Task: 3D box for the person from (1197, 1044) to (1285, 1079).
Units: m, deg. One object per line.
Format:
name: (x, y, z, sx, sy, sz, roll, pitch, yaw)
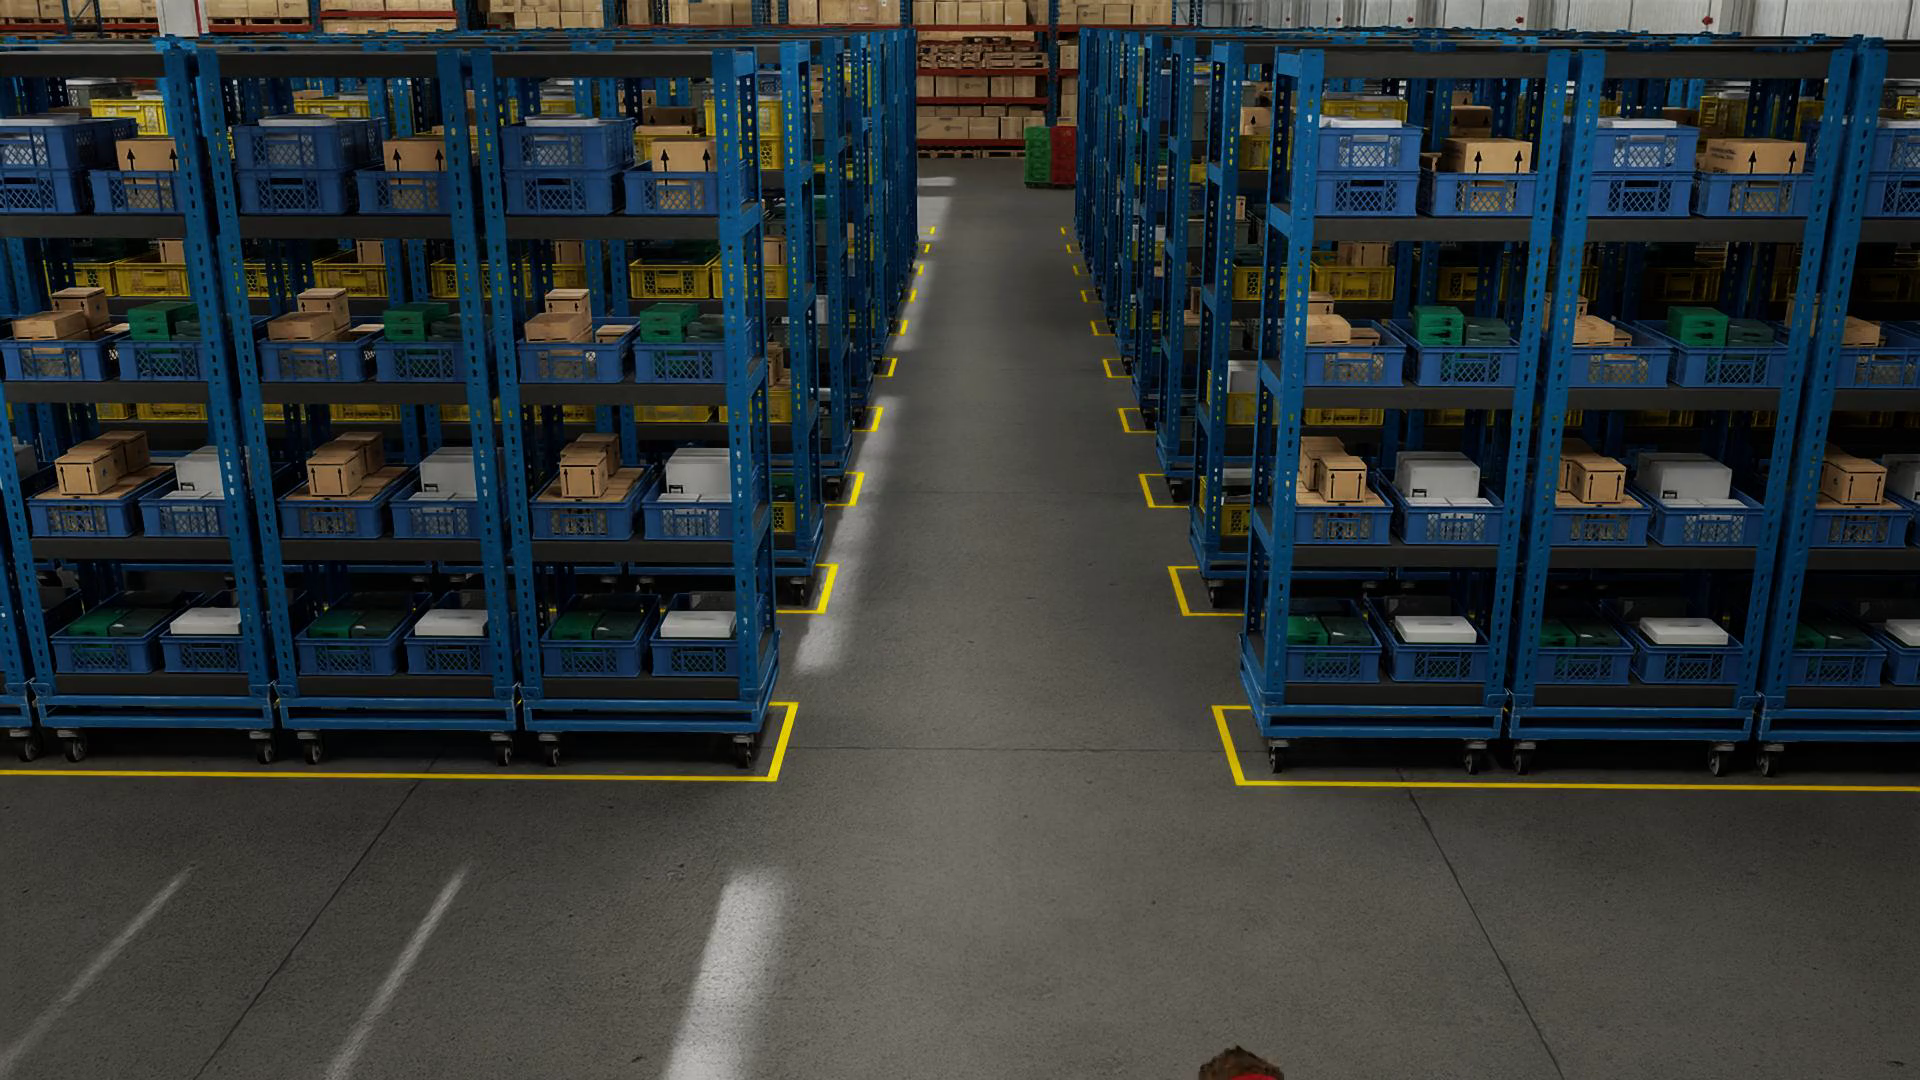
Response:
person: (0.575, 1.896, 3.358, 0.577, 1.820, 0.902, 0, 17, -1)
